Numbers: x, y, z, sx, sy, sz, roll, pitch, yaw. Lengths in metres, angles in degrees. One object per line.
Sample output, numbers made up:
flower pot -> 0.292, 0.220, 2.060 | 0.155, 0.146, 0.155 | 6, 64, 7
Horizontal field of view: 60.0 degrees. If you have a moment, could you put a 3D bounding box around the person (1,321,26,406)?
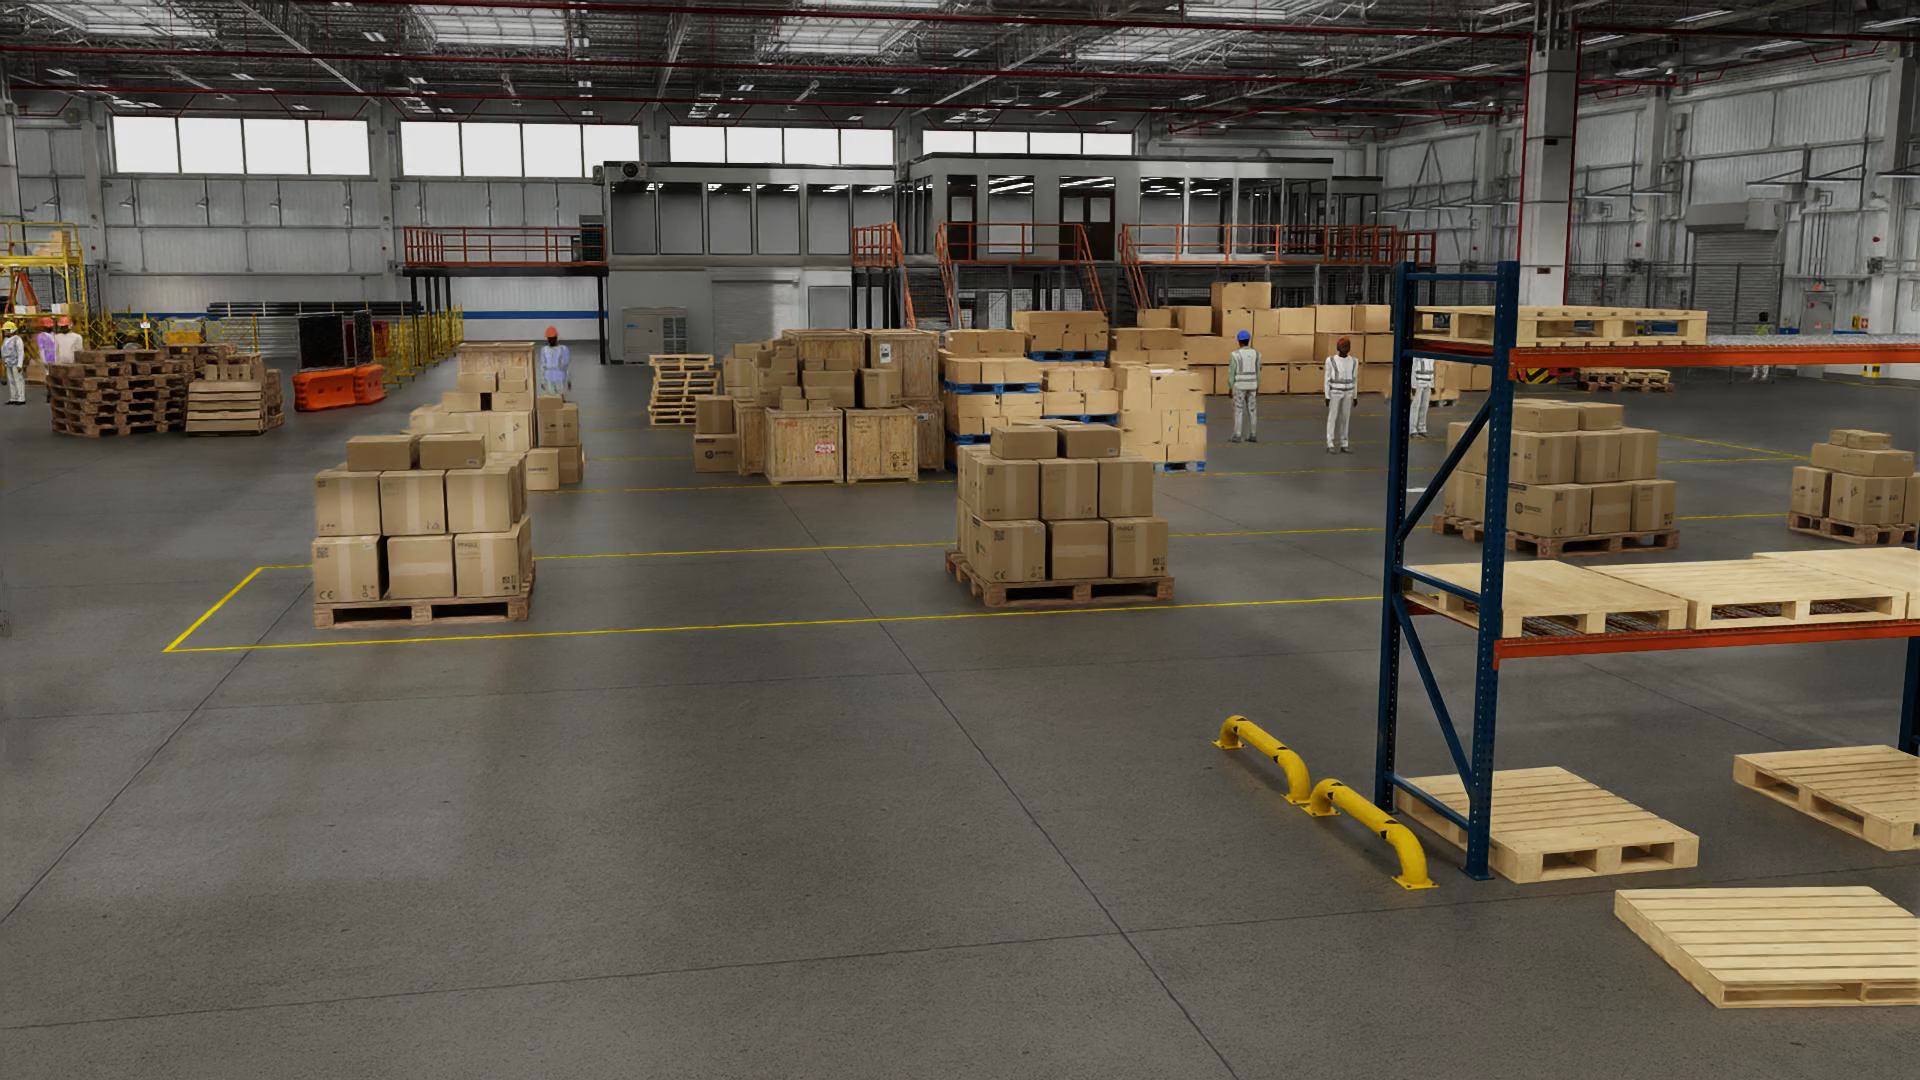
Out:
person -> -20.549, -3.818, 36.076 | 0.588, 1.835, 0.403 | 6, 11, 31

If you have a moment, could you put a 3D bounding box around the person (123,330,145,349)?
person -> -17.109, -3.492, 34.474 | 0.441, 1.698, 0.541 | 6, 11, 30

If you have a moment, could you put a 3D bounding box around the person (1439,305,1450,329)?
person -> 14.960, -6.291, 51.115 | 0.516, 1.843, 0.327 | 4, 10, 24

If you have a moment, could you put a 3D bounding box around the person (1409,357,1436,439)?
person -> 8.111, -2.706, 29.138 | 0.573, 1.887, 0.355 | -7, 11, -35

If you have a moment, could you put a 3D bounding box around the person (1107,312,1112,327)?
person -> 3.566, -4.608, 40.680 | 0.645, 1.897, 0.609 | -3, 10, -17

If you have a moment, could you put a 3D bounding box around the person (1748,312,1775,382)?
person -> 21.115, -5.093, 43.824 | 0.429, 1.843, 0.631 | -4, 10, -23

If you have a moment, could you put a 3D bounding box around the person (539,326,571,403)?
person -> -7.425, -2.943, 30.463 | 0.577, 1.923, 0.400 | 1, 9, 9

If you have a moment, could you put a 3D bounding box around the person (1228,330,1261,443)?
person -> 4.867, -2.629, 28.532 | 0.603, 1.938, 0.425 | -4, 10, -21

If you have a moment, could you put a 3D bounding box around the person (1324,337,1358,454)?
person -> 6.141, -2.319, 26.790 | 0.575, 1.884, 0.355 | -3, 10, -15

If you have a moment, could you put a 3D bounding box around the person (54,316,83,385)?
person -> -18.952, -3.779, 35.429 | 0.619, 1.975, 0.658 | 0, 9, 2

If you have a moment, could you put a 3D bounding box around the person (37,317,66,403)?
person -> -20.041, -3.976, 36.811 | 0.586, 1.904, 0.596 | 2, 10, 14
